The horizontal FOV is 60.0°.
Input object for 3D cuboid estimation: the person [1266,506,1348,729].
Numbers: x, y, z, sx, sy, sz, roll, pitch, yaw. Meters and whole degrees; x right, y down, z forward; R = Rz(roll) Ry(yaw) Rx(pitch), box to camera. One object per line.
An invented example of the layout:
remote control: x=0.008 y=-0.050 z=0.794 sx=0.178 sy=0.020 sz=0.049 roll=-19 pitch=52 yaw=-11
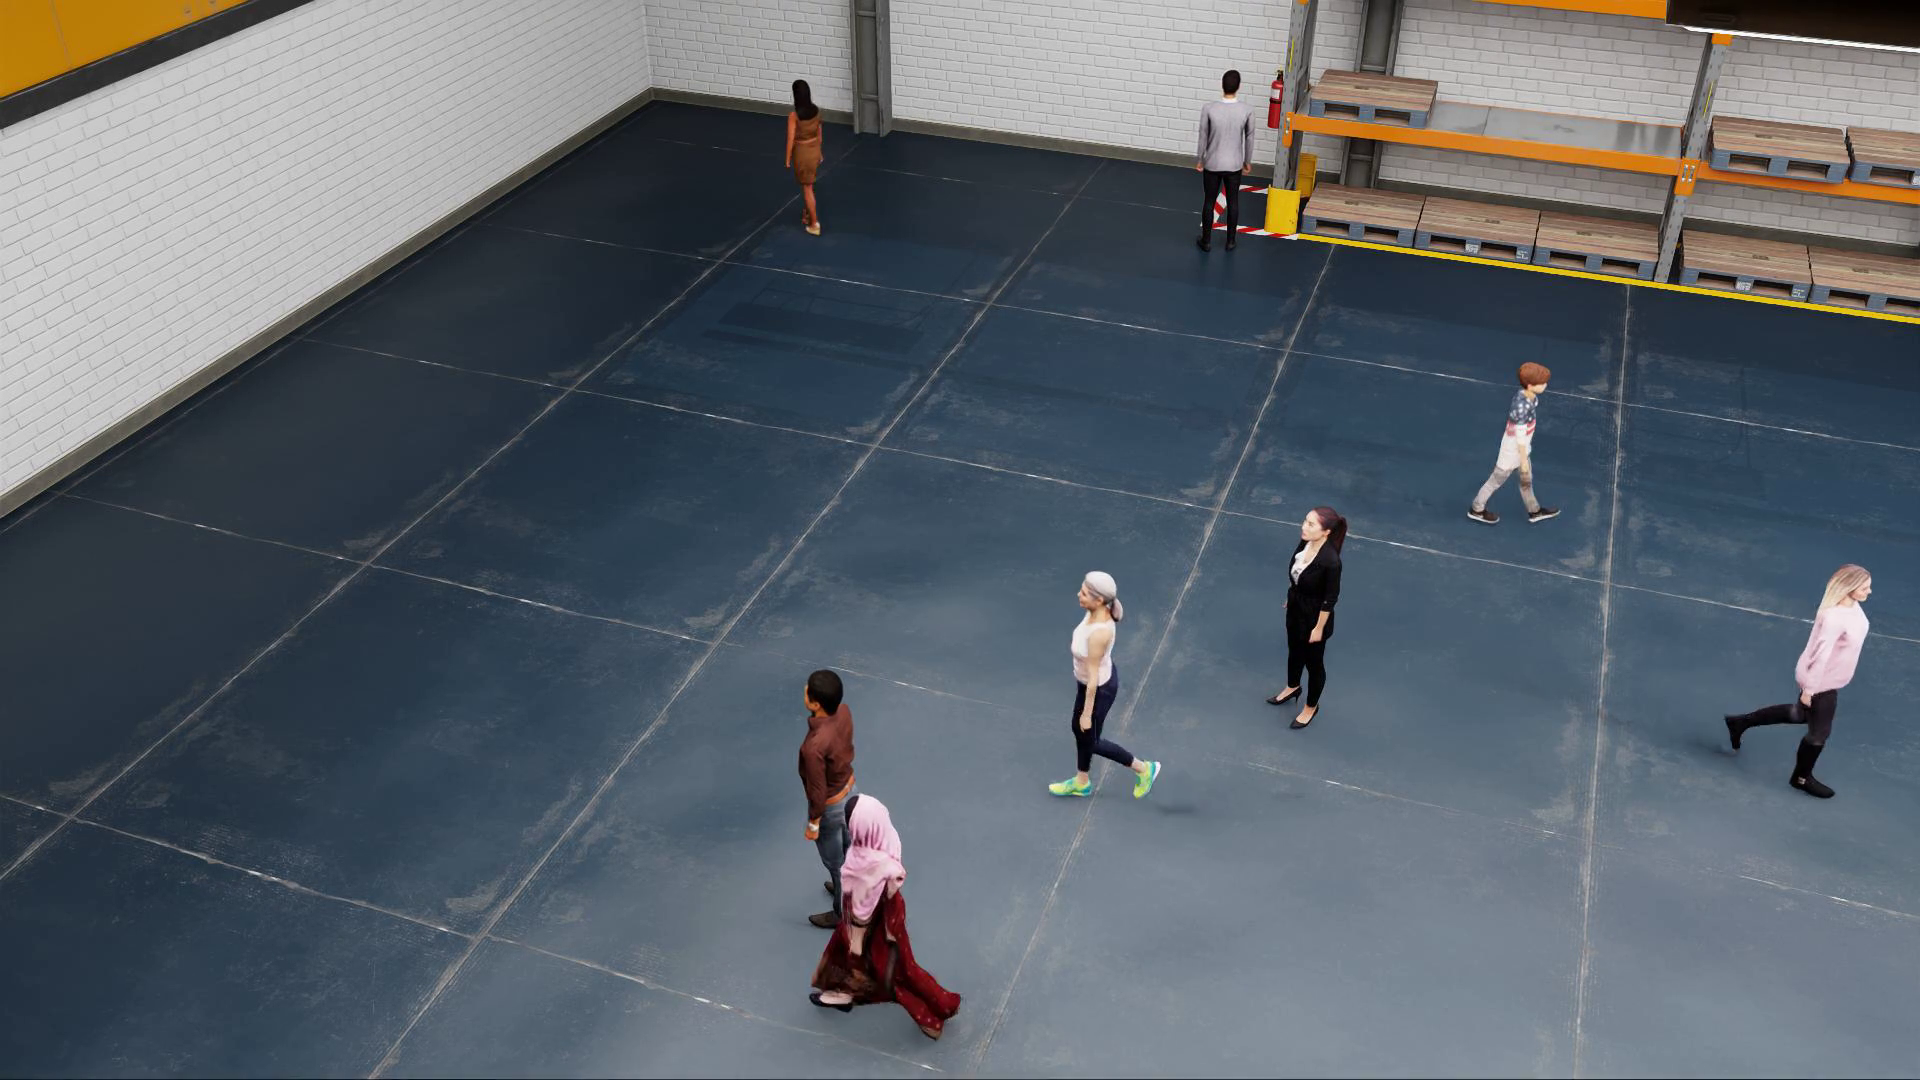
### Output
person: x=2.290 y=0.482 z=10.858 sx=0.745 sy=1.662 sz=0.694 roll=-12 pitch=35 yaw=-18

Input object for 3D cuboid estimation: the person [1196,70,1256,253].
person: x=2.739 y=-3.924 z=17.251 sx=0.691 sy=1.923 sz=0.869 roll=1 pitch=34 yaw=2

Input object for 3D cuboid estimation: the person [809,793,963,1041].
person: x=-0.351 y=1.983 z=8.662 sx=1.138 sy=1.594 sz=0.805 roll=4 pitch=34 yaw=6

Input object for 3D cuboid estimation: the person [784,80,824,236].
person: x=-1.571 y=-4.020 z=17.617 sx=0.722 sy=1.679 sz=0.683 roll=26 pitch=42 yaw=34

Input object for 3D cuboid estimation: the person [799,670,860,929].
person: x=-0.707 y=1.453 z=9.292 sx=0.487 sy=1.779 sz=0.637 roll=11 pitch=35 yaw=16

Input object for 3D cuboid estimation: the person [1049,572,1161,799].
person: x=0.915 y=0.936 z=10.152 sx=0.996 sy=1.690 sz=0.791 roll=2 pitch=34 yaw=3

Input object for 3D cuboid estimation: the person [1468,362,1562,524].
person: x=4.240 y=-0.734 z=12.919 sx=0.893 sy=1.407 sz=0.547 roll=12 pitch=35 yaw=17

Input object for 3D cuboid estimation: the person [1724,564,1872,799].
person: x=5.264 y=0.825 z=10.338 sx=1.050 sy=1.666 sz=0.781 roll=23 pitch=40 yaw=31
